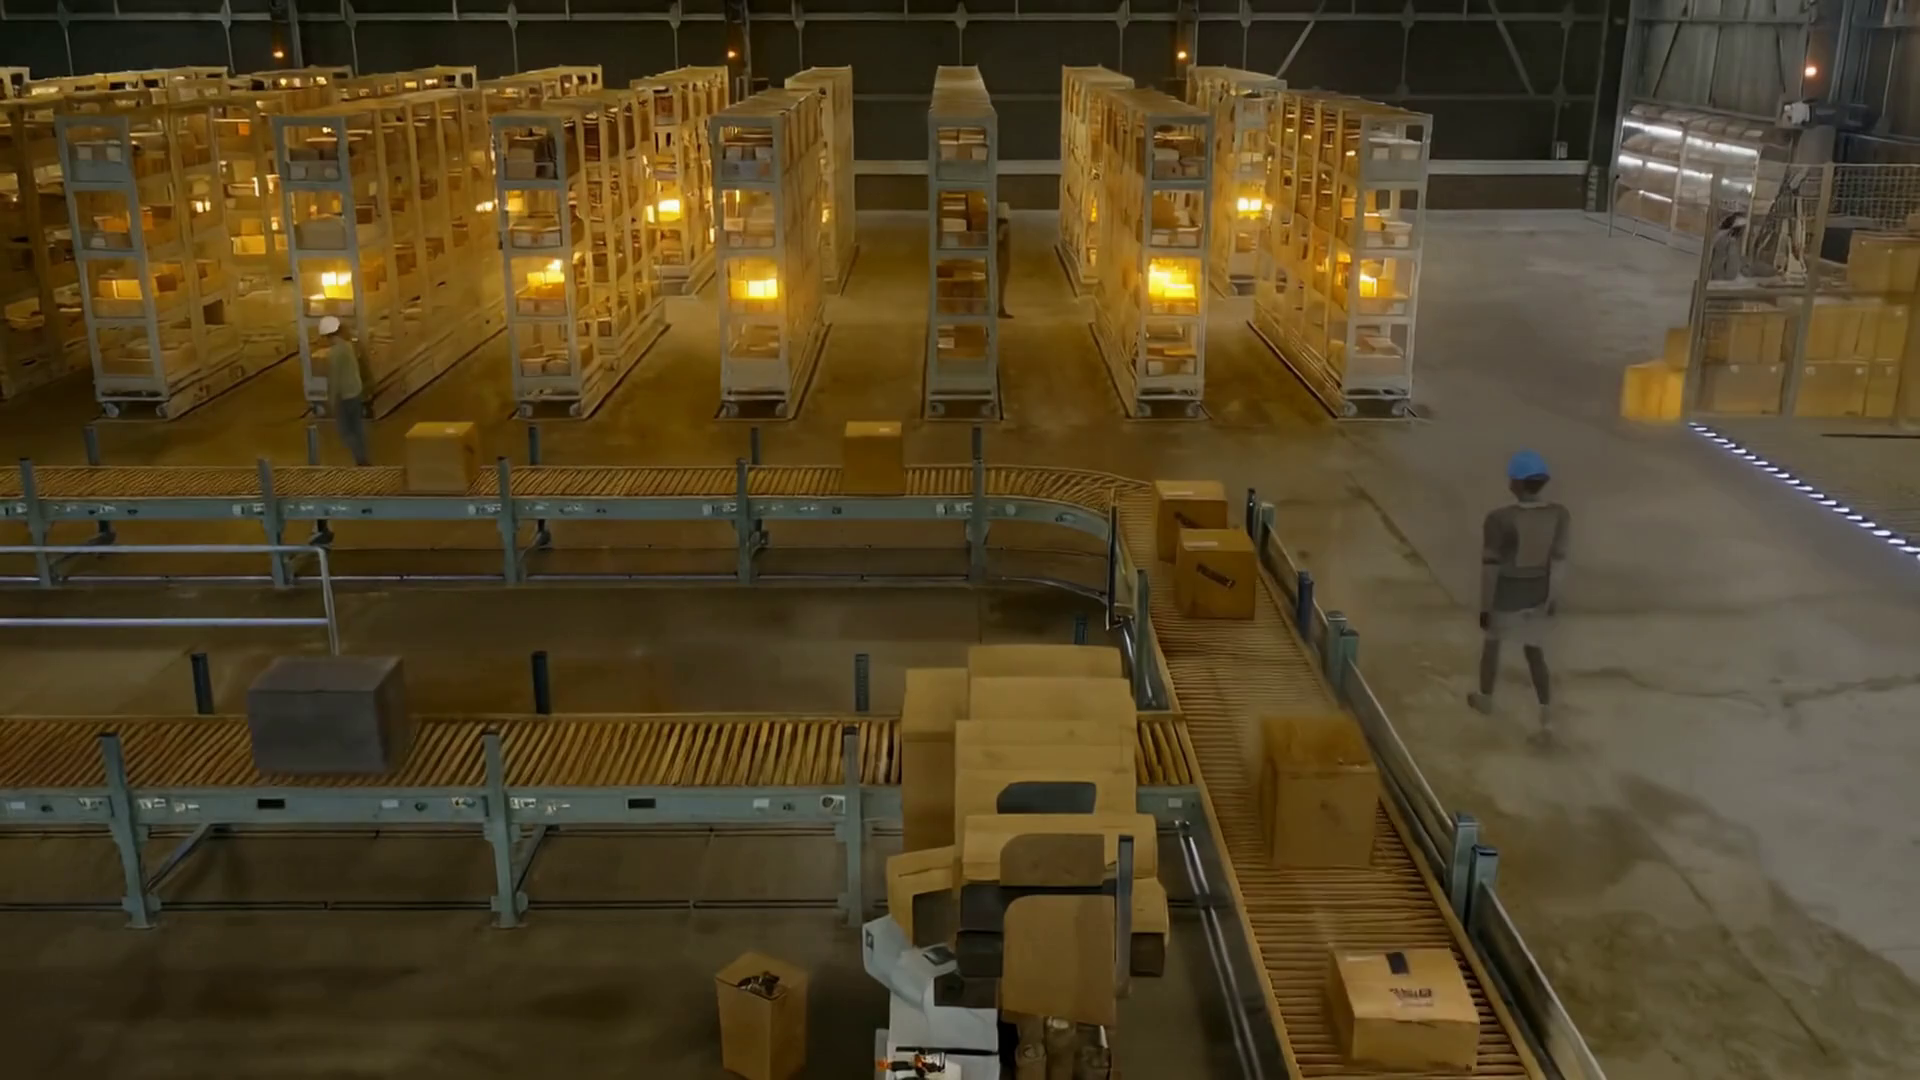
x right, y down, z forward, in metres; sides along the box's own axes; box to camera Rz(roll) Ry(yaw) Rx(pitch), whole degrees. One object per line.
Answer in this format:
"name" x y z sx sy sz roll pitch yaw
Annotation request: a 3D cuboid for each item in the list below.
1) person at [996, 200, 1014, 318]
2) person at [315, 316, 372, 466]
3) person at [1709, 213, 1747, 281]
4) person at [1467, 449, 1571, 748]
"person" 0.590 -4.443 26.344 0.390 1.841 0.566 -11 21 -31
"person" -6.457 -1.502 17.455 0.540 1.725 0.571 2 18 7
"person" 10.865 -3.643 23.652 0.399 1.984 0.610 9 20 25
"person" 3.791 0.384 11.206 0.612 2.013 0.980 -2 18 -7
